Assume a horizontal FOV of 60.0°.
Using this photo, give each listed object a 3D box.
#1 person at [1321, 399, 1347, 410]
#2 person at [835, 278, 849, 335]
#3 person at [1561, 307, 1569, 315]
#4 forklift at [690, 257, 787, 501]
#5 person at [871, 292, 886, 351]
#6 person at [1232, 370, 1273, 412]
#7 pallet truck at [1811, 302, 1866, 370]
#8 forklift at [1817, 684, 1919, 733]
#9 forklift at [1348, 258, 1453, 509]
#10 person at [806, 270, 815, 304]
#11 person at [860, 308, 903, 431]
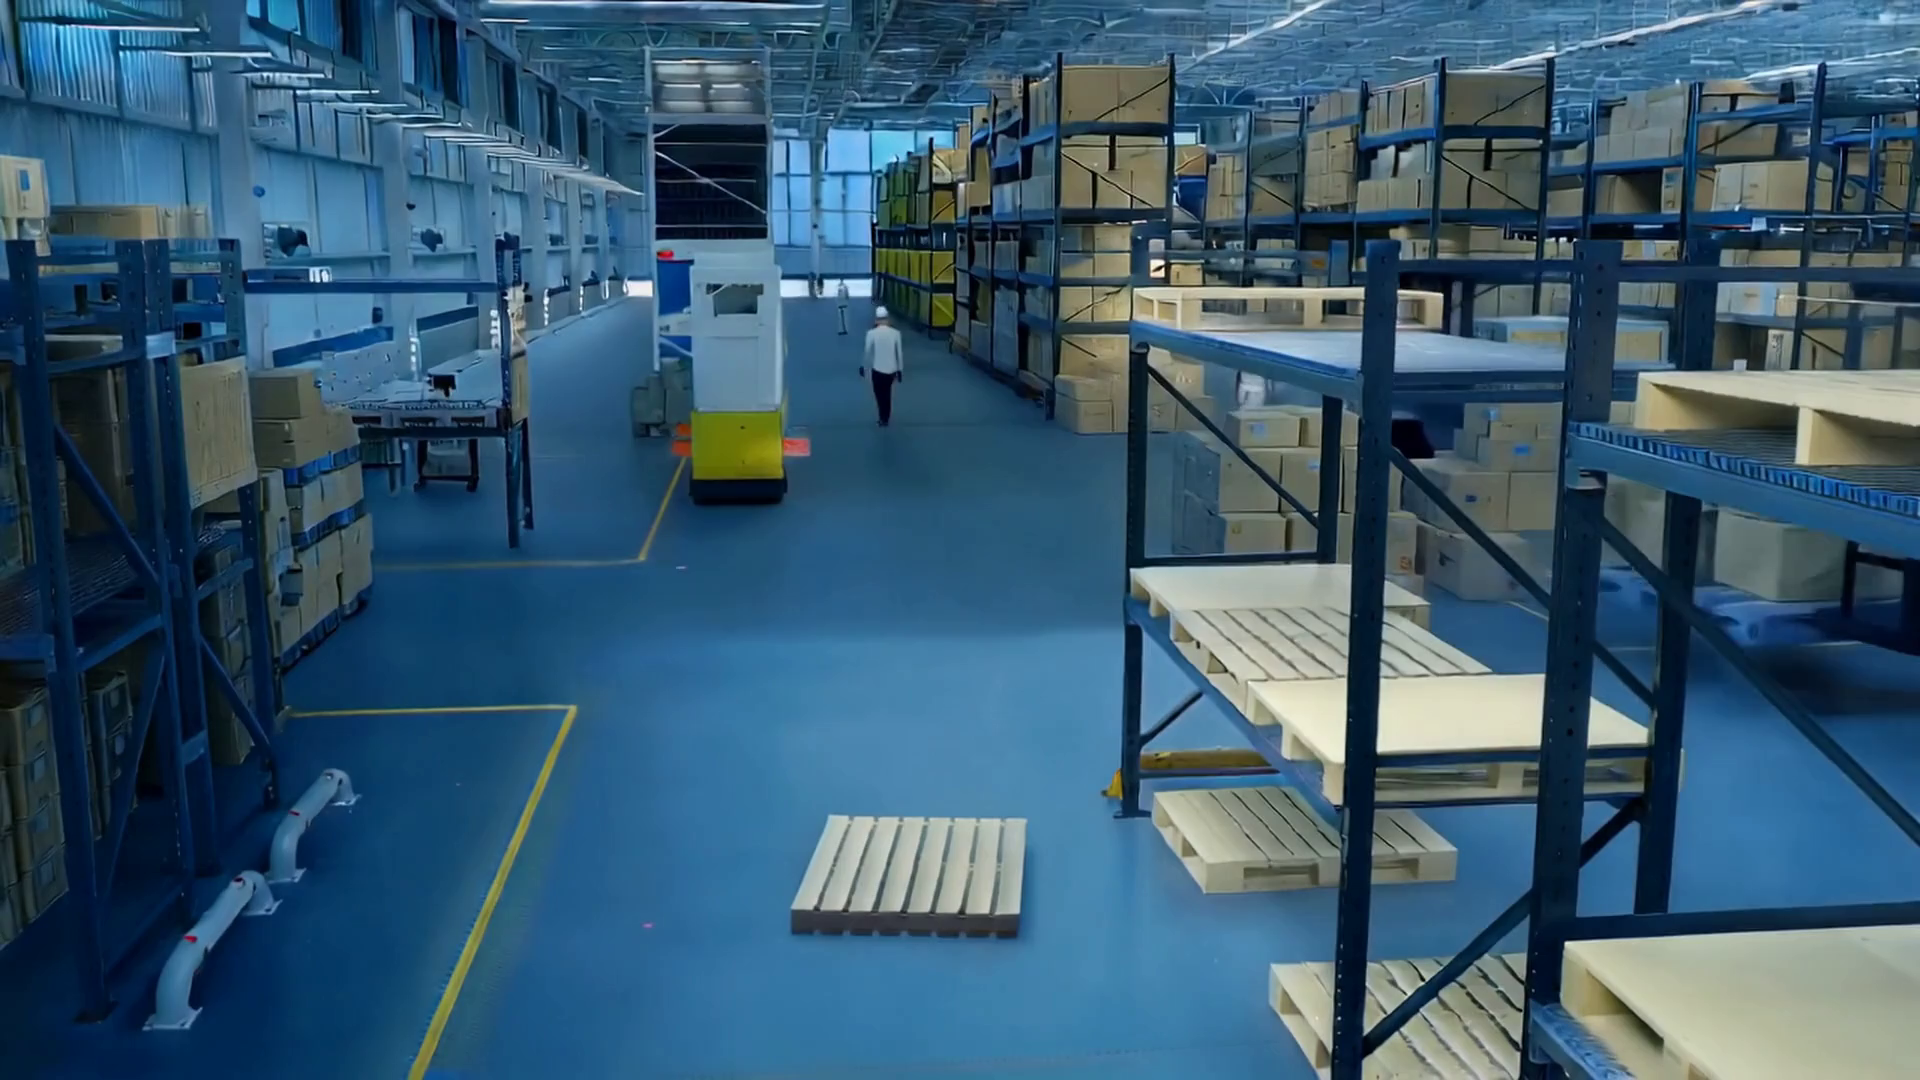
[{"bbox_3d":[5.740,-2.457,25.224,0.682,1.916,0.639,0,10,0],"label":"person"},{"bbox_3d":[-3.800,-7.525,53.586,0.431,1.825,0.645,0,10,2],"label":"person"},{"bbox_3d":[13.039,-4.303,35.306,0.610,1.964,0.365,8,13,38],"label":"person"},{"bbox_3d":[-2.645,-1.947,19.720,1.129,2.768,1.873,-1,10,-6],"label":"forklift"},{"bbox_3d":[-2.238,-5.942,45.368,0.729,1.602,0.535,-2,10,-9],"label":"person"},{"bbox_3d":[4.403,-2.244,24.964,0.592,1.580,0.885,3,11,16],"label":"person"},{"bbox_3d":[15.846,-3.142,28.793,1.885,1.965,0.823,2,10,12],"label":"pallet truck"},{"bbox_3d":[6.365,-0.162,9.828,1.129,2.768,1.873,-3,11,-16],"label":"forklift"},{"bbox_3d":[5.077,-1.728,18.507,1.873,2.768,1.129,-1,10,-7],"label":"forklift"},{"bbox_3d":[-7.094,-12.023,79.011,0.430,1.623,0.532,0,10,2],"label":"person"},{"bbox_3d":[-1.294,-2.743,26.723,0.618,1.942,0.821,-6,12,-32],"label":"person"}]
